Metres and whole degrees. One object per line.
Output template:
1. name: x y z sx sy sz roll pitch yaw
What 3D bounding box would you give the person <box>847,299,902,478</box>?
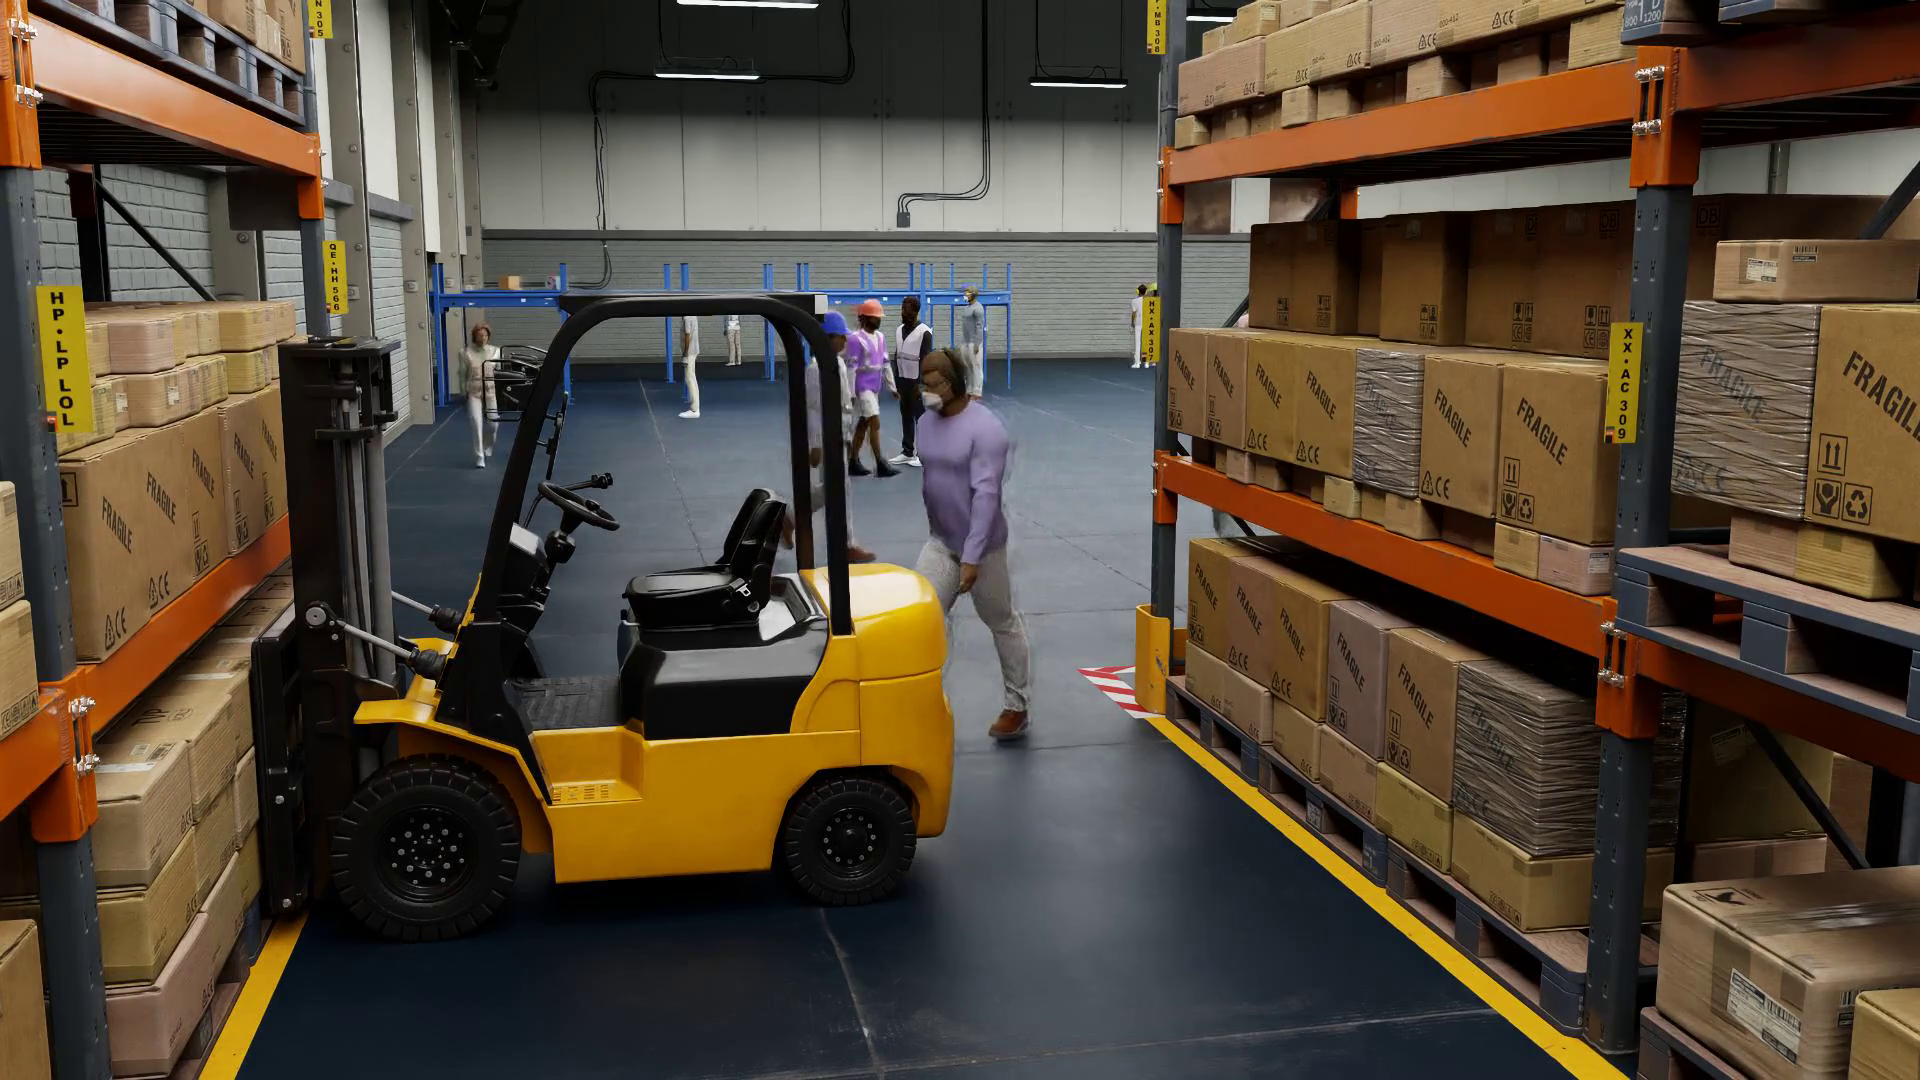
1. person: -0.887 -1.621 17.868 0.903 1.898 0.559 5 11 30

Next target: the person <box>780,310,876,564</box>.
1. person: -1.052 -0.788 12.702 0.777 1.930 0.613 1 9 8

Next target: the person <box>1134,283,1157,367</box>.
1. person: 4.321 -4.871 37.628 0.614 1.907 0.603 5 11 28

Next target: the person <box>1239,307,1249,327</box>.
1. person: 4.922 -3.254 28.217 0.523 1.769 0.316 -5 10 -27

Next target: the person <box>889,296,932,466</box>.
1. person: -0.541 -1.817 18.987 0.392 1.922 0.592 -8 12 -40

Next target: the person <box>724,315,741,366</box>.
1. person: -5.197 -4.785 37.944 0.315 1.636 0.514 6 11 32

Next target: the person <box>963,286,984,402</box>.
1. person: 0.204 -3.304 27.999 0.372 1.940 0.630 -4 10 -21

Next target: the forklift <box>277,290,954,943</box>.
1. forklift: -1.179 0.175 6.143 2.313 2.155 1.214 -2 10 -12

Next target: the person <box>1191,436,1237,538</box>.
1. person: 2.003 -0.644 12.486 0.496 1.714 0.846 4 10 22

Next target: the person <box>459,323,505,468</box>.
1. person: -5.426 -1.652 18.889 0.513 1.625 0.471 -4 10 -23

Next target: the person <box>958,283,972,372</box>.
1. person: 0.176 -4.485 35.272 0.701 1.905 0.667 7 12 36

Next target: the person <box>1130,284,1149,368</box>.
1. person: 4.058 -4.783 37.236 0.514 1.867 0.328 -2 10 -14

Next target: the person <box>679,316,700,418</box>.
1. person: -4.092 -2.771 25.031 0.324 1.855 0.517 0 9 0

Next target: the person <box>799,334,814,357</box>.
1. person: -3.314 -4.469 35.862 0.640 1.677 0.543 1 9 6

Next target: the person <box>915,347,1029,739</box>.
1. person: -0.031 0.050 7.722 1.032 1.870 0.657 -8 12 -41
